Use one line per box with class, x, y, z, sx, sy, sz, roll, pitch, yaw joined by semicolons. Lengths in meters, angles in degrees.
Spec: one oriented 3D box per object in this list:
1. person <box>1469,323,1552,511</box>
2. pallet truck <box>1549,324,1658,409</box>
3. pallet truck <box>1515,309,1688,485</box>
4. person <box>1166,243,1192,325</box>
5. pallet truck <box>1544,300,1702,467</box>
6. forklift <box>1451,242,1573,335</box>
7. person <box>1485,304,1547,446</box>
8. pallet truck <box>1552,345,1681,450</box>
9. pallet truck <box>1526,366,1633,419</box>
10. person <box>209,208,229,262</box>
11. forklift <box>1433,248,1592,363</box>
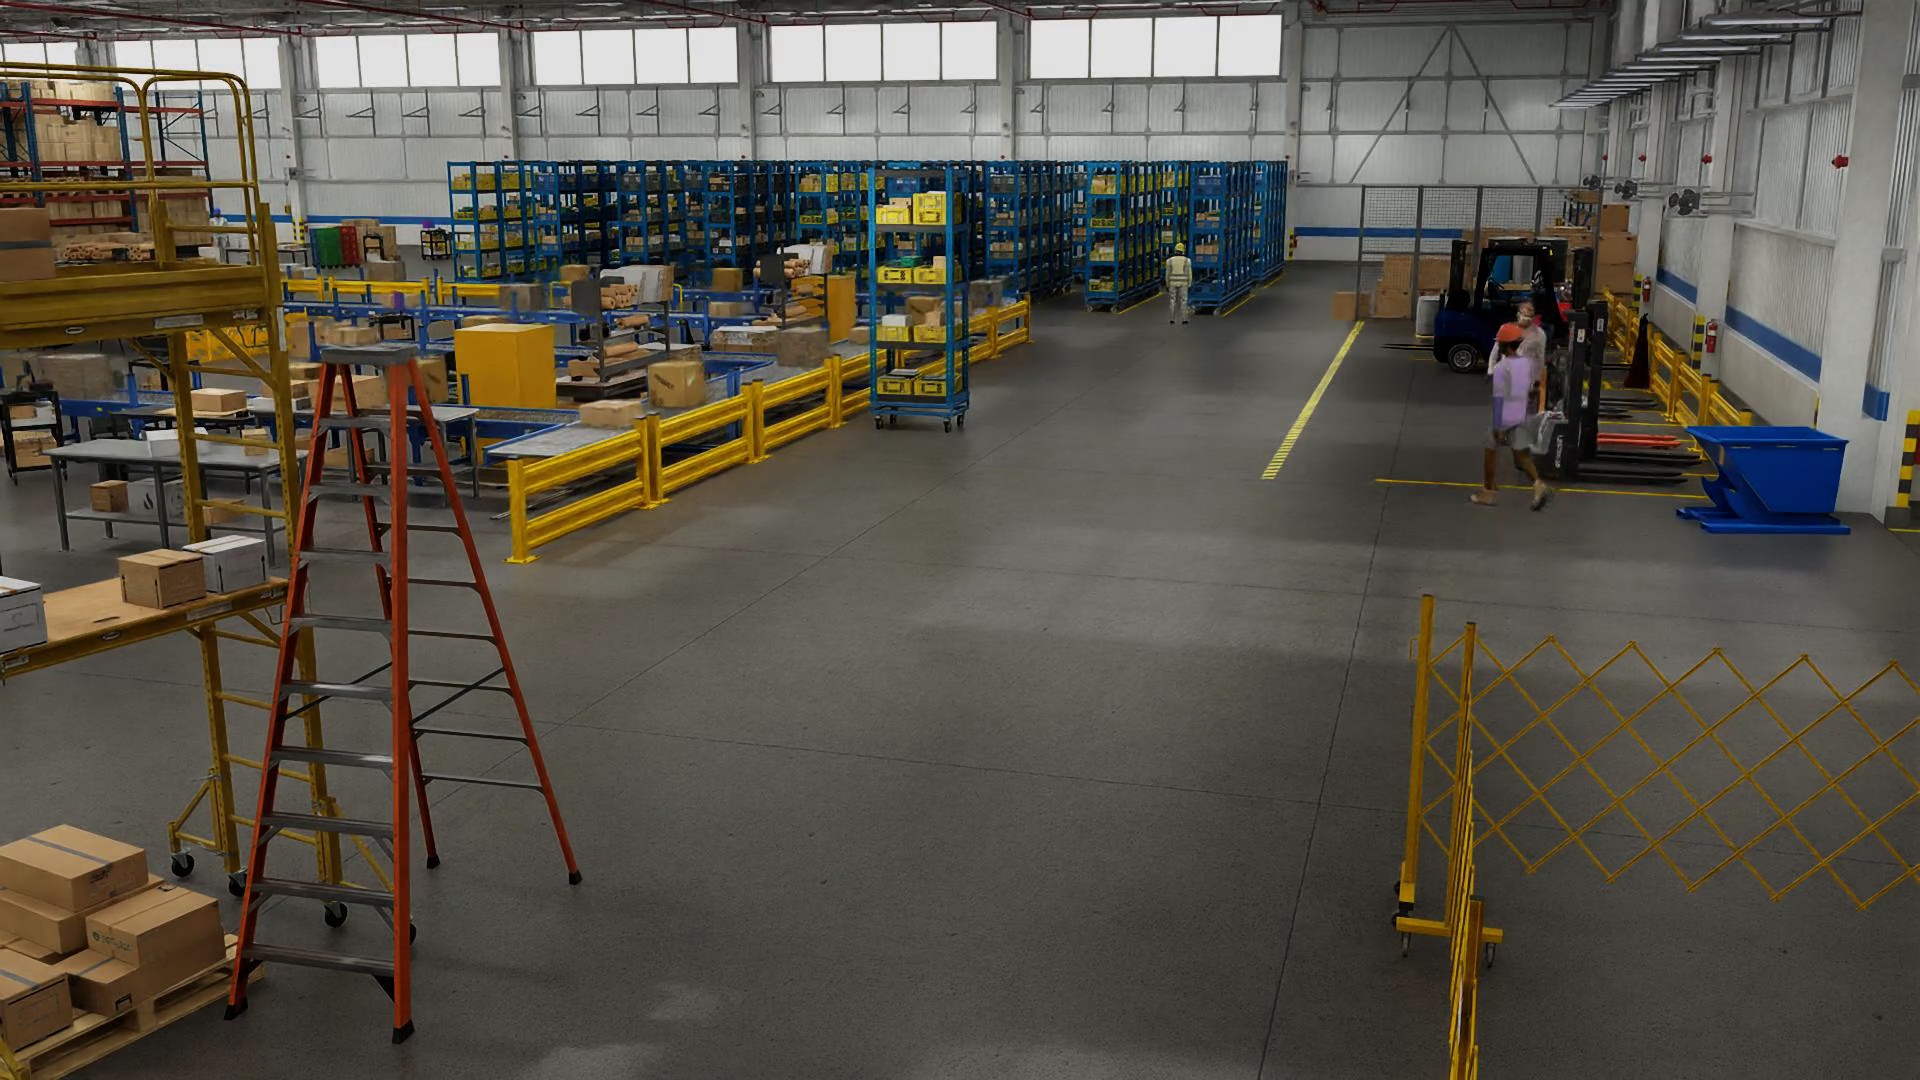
person;5.948;-1.311;17.828;0.604;2.020;0.903;-7;15;-29
pallet truck;9.824;-2.669;25.407;1.601;1.201;0.680;4;14;16
pallet truck;7.554;-1.677;19.446;1.885;1.965;0.823;3;13;14
person;4.931;-5.758;37.431;0.590;1.833;0.404;4;13;15
pallet truck;8.263;-1.952;20.631;1.885;1.965;0.823;5;14;20
forklift;10.464;-4.597;31.405;2.680;1.987;1.157;4;14;16
person;7.409;-2.215;22.121;0.657;1.851;1.038;9;16;35
pallet truck;8.641;-1.896;21.908;1.630;1.274;0.653;4;14;16
pallet truck;9.065;-2.460;24.370;1.522;1.261;0.704;3;13;14
person;-26.013;-10.673;58.427;0.614;1.938;0.407;-5;14;-22
forklift;9.780;-4.111;29.280;2.680;1.987;1.157;3;13;14
